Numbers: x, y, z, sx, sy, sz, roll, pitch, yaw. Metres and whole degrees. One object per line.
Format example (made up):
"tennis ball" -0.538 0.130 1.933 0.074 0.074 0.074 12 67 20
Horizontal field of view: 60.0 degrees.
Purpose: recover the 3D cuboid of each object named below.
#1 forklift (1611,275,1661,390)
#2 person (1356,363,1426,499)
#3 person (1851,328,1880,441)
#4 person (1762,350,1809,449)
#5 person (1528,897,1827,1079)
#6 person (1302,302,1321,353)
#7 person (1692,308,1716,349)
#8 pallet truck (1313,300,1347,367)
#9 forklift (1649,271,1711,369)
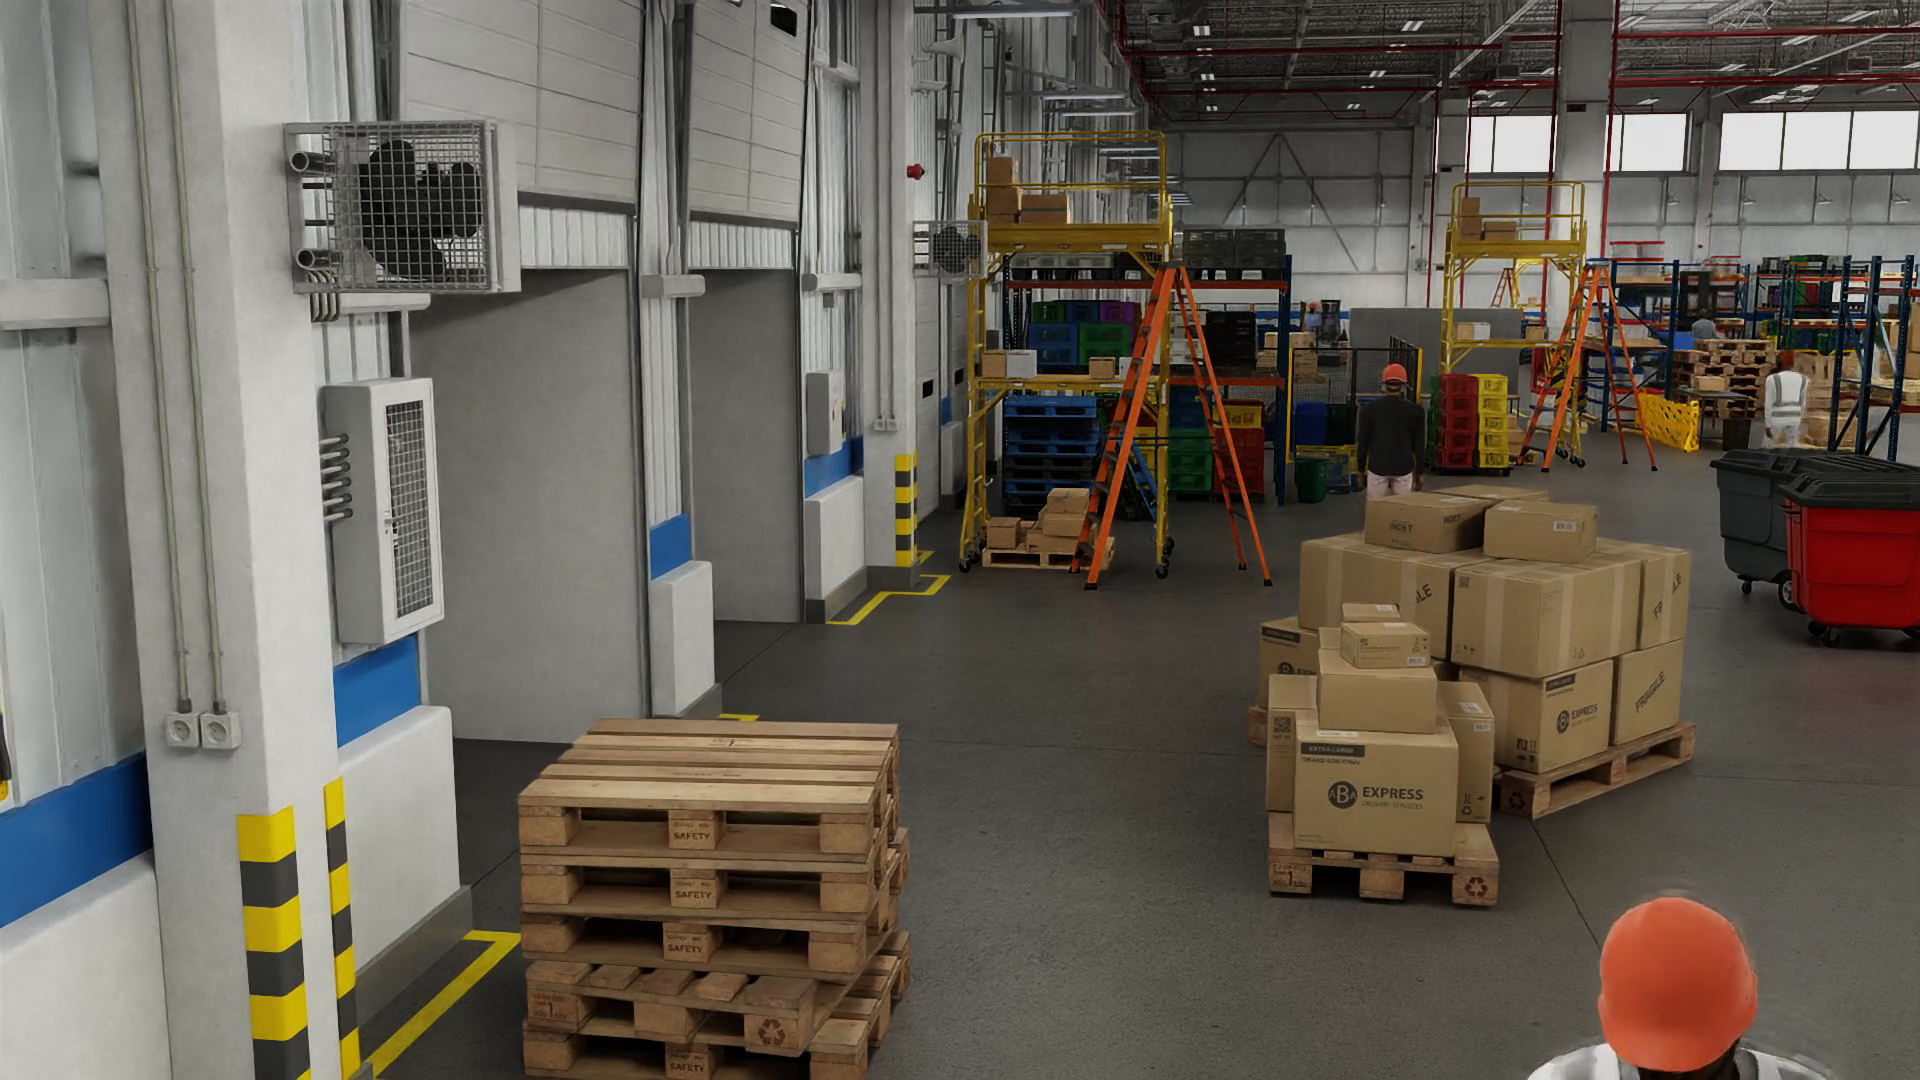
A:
"forklift" 15.642 -4.927 39.155 1.873 2.768 1.129 5 10 28
"person" 4.041 -0.662 15.623 0.628 1.988 0.410 1 9 7
"person" 15.101 -2.583 27.729 0.399 1.907 0.668 5 10 26
"person" 10.472 -1.504 21.247 0.582 1.836 0.967 0 9 1
"person" 1.237 1.469 2.853 0.584 1.855 0.987 4 10 22
"person" 10.865 -6.385 51.180 0.904 1.904 0.551 -8 12 -41
"person" 18.283 -4.736 40.917 0.634 1.922 0.531 -2 9 -11
"pallet truck" 11.159 -6.200 49.718 0.823 1.965 1.885 4 10 26
"forklift" 20.823 -6.262 47.390 1.873 2.768 1.129 -3 10 -19
